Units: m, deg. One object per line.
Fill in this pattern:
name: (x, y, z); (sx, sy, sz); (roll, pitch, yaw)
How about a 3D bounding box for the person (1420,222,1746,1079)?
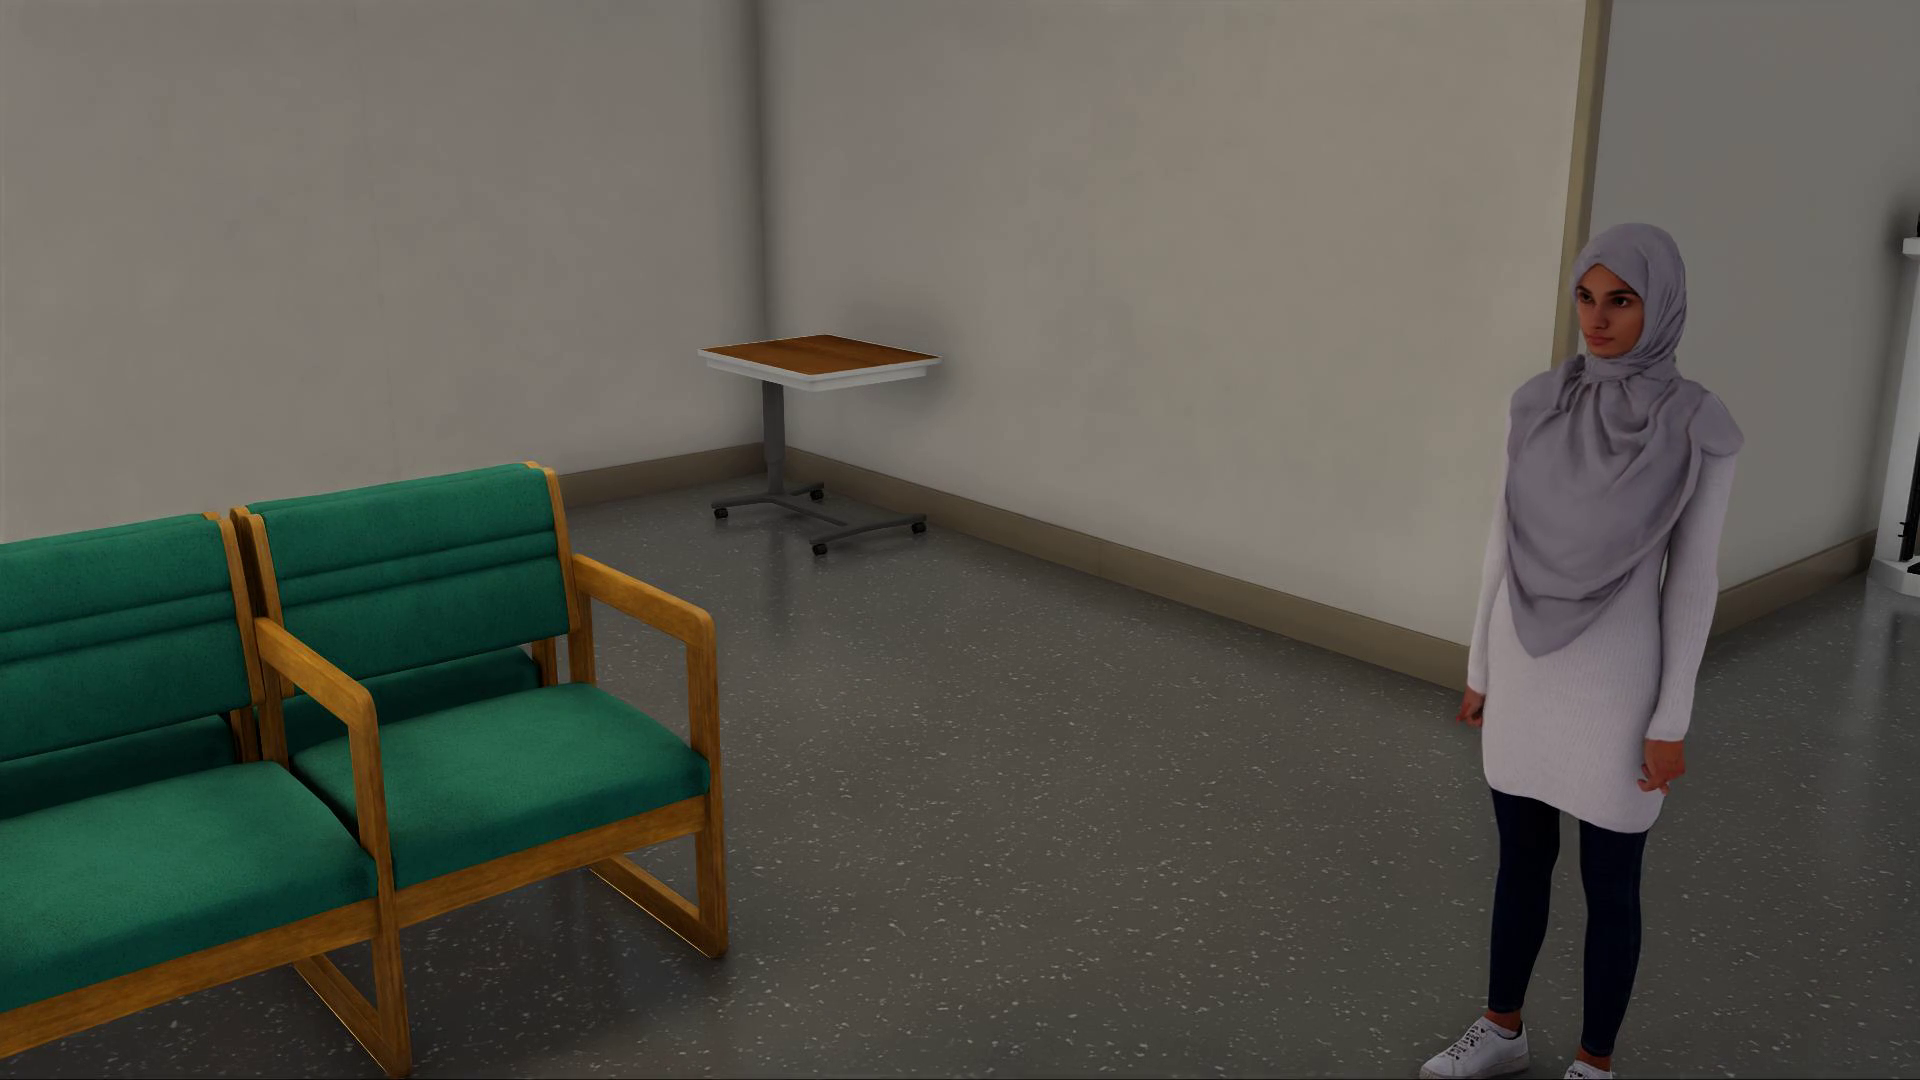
person: (1.194, 0.289, 3.188); (0.660, 1.777, 0.446); (-13, 20, -38)
